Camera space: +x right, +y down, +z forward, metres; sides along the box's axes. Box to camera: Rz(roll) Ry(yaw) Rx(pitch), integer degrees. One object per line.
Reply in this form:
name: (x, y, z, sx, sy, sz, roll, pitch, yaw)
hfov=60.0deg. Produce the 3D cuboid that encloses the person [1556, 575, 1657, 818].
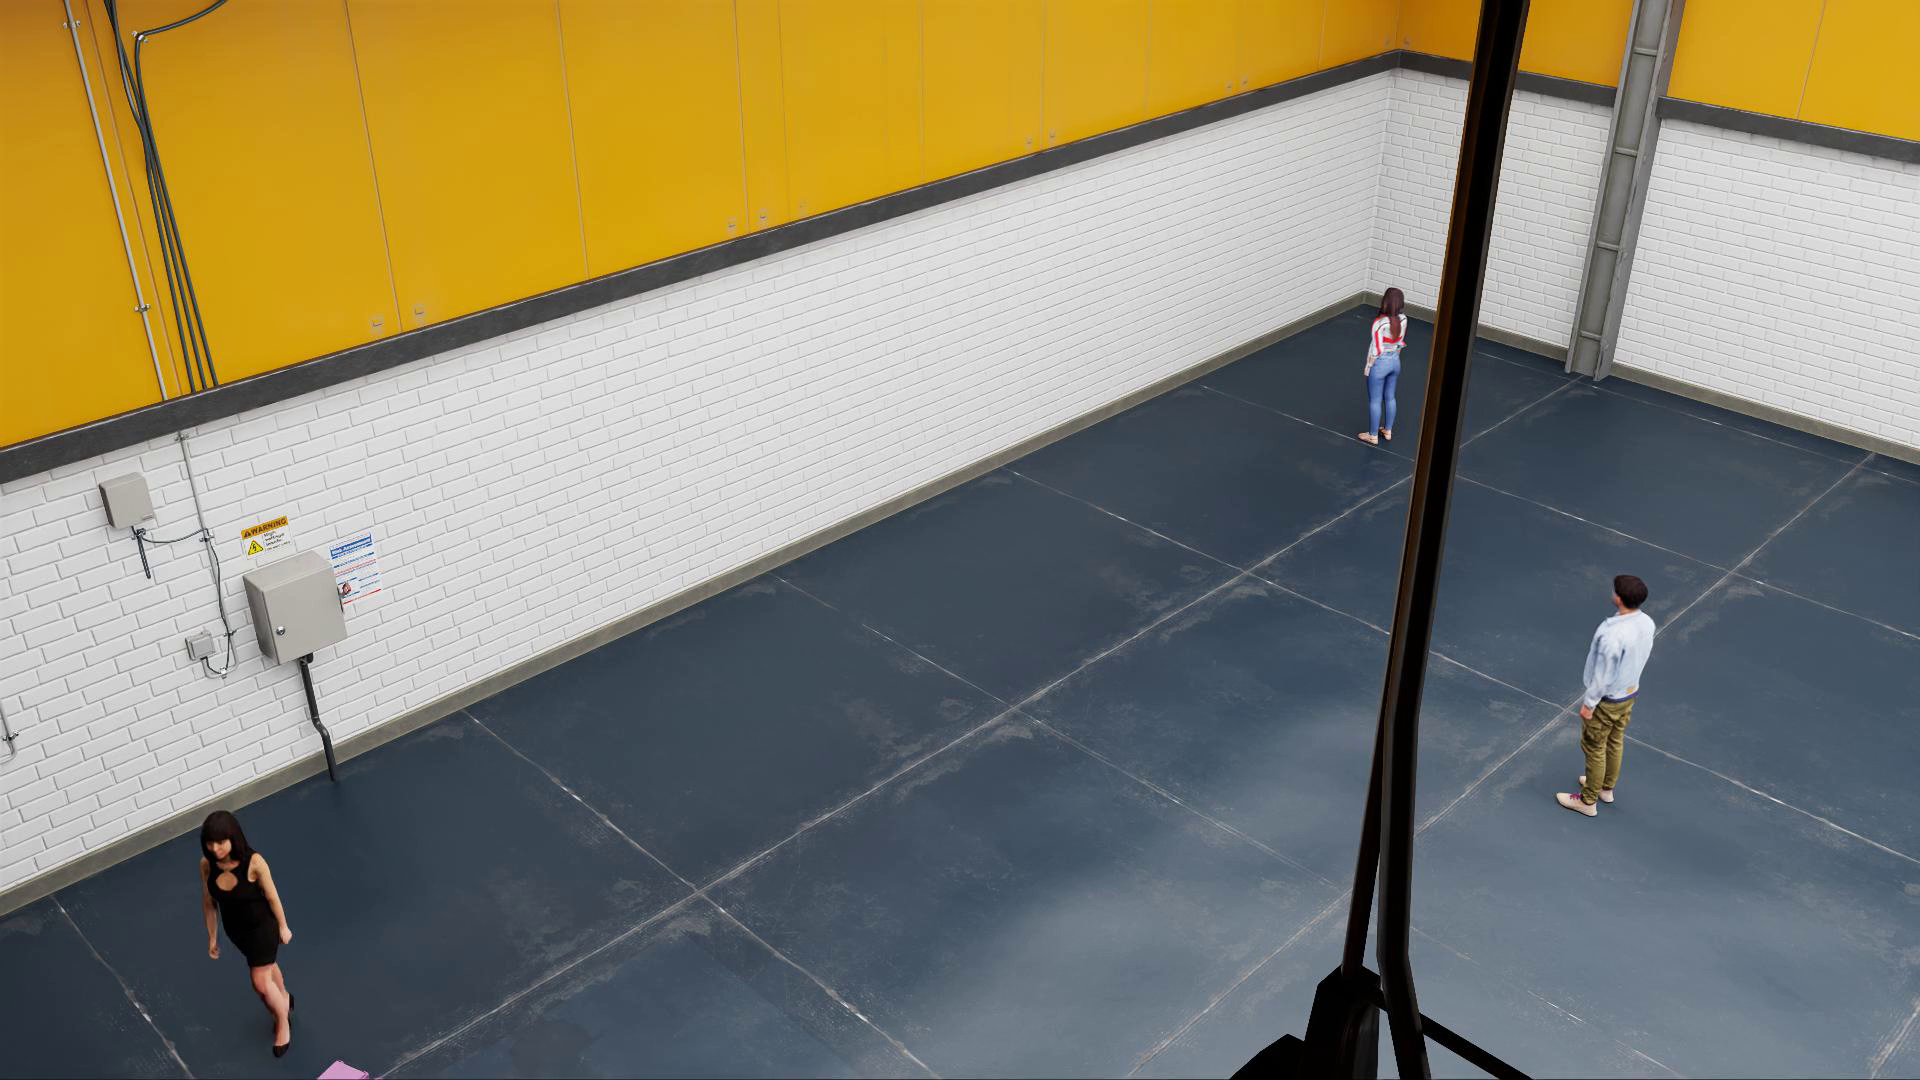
person: (4.410, 1.047, 11.242, 0.699, 1.809, 0.595, -20, 34, -32)

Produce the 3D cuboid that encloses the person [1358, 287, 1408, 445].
person: (4.231, -1.747, 16.570, 0.646, 1.612, 0.590, -16, 32, -26)

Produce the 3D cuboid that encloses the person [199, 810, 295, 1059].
person: (-3.967, 2.143, 9.417, 0.702, 1.634, 0.758, 5, 29, 9)
